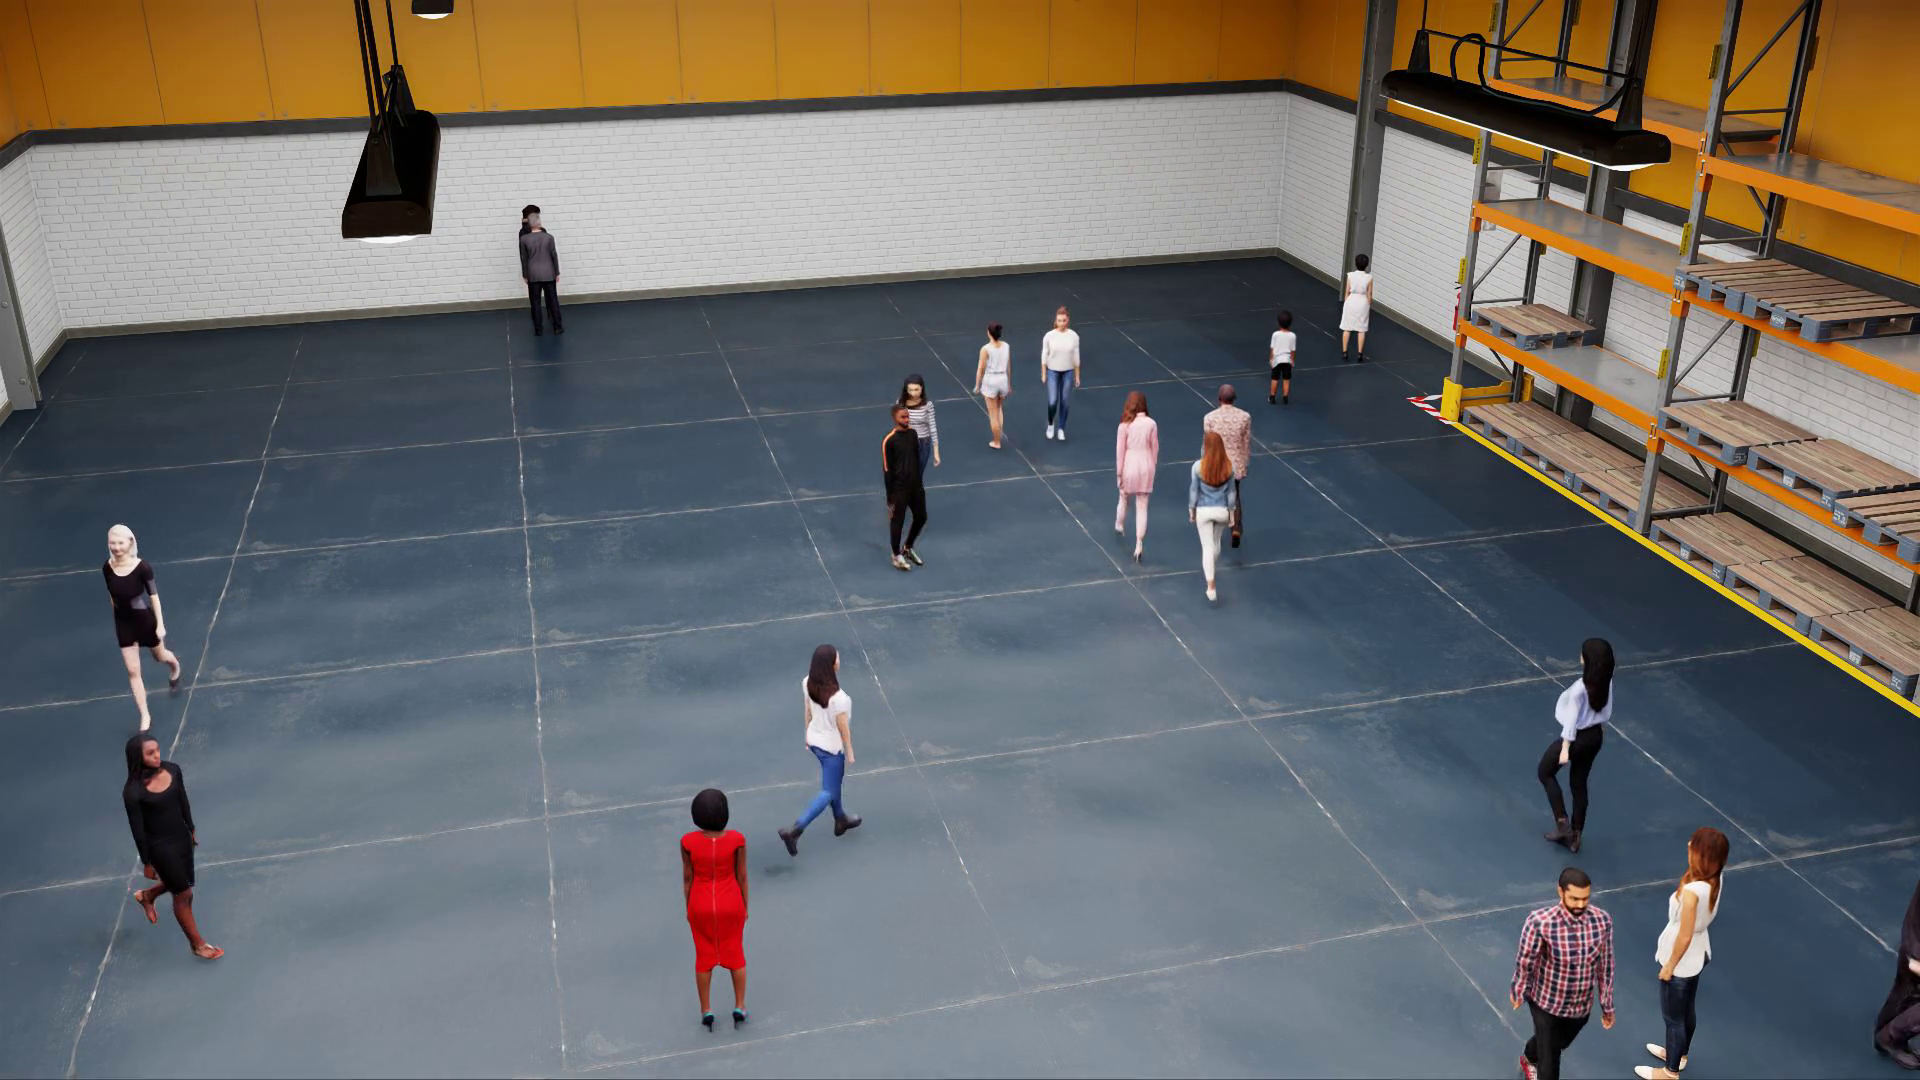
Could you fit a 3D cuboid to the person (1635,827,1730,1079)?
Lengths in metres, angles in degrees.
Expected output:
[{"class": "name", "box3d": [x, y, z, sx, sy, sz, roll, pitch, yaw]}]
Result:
[{"class": "person", "box3d": [4.396, 2.518, 10.047, 0.702, 1.784, 0.683, 20, 30, 38]}]

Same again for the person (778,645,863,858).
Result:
[{"class": "person", "box3d": [-1.055, 1.587, 12.330, 0.961, 1.661, 1.077, -19, 30, -36]}]

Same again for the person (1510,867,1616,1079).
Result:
[{"class": "person", "box3d": [3.520, 2.653, 9.806, 0.737, 1.729, 1.094, -4, 24, -9]}]

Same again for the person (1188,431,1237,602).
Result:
[{"class": "person", "box3d": [2.501, -0.200, 16.429, 0.789, 1.654, 1.164, 0, 24, 0]}]

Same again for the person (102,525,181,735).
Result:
[{"class": "person", "box3d": [-6.975, 0.700, 14.195, 0.738, 1.794, 1.217, -2, 24, -5]}]

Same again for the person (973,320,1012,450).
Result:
[{"class": "person", "box3d": [0.470, -1.877, 20.328, 0.655, 1.602, 0.691, -15, 28, -30]}]

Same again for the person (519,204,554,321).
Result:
[{"class": "person", "box3d": [-6.512, -4.266, 25.573, 0.651, 1.779, 0.617, -3, 24, -7]}]

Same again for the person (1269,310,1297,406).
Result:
[{"class": "person", "box3d": [4.254, -2.403, 21.964, 0.550, 1.256, 0.576, 3, 24, 6]}]

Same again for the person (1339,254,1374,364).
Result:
[{"class": "person", "box3d": [5.640, -3.299, 23.645, 0.640, 1.552, 0.655, 5, 24, 11]}]

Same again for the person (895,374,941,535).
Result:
[{"class": "person", "box3d": [-0.483, -0.971, 18.109, 0.795, 1.720, 1.236, -2, 24, -5]}]

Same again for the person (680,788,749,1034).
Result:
[{"class": "person", "box3d": [-1.537, 2.342, 10.503, 0.581, 1.742, 0.538, -3, 24, -6]}]

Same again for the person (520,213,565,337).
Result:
[{"class": "person", "box3d": [-6.247, -3.970, 24.822, 0.732, 1.837, 0.629, -4, 24, -9]}]

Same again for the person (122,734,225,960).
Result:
[{"class": "person", "box3d": [-5.409, 2.061, 11.195, 0.989, 1.703, 1.007, 8, 25, 18]}]

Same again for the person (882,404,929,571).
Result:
[{"class": "person", "box3d": [-0.640, -0.564, 17.084, 0.769, 1.795, 0.783, -19, 30, -37]}]

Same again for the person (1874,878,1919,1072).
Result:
[{"class": "person", "box3d": [5.852, 2.427, 10.210, 0.878, 1.821, 0.849, 17, 29, 34]}]

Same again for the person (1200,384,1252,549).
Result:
[{"class": "person", "box3d": [2.788, -0.734, 17.479, 0.792, 1.790, 0.939, -1, 24, -2]}]

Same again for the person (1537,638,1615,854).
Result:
[{"class": "person", "box3d": [4.648, 1.559, 12.304, 0.749, 1.733, 0.722, -15, 28, -30]}]

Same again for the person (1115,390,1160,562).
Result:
[{"class": "person", "box3d": [1.854, -0.630, 17.281, 0.754, 1.759, 1.119, -2, 24, -4]}]

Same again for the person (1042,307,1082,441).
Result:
[{"class": "person", "box3d": [1.238, -2.070, 20.637, 0.685, 1.709, 0.692, -1, 24, -3]}]
